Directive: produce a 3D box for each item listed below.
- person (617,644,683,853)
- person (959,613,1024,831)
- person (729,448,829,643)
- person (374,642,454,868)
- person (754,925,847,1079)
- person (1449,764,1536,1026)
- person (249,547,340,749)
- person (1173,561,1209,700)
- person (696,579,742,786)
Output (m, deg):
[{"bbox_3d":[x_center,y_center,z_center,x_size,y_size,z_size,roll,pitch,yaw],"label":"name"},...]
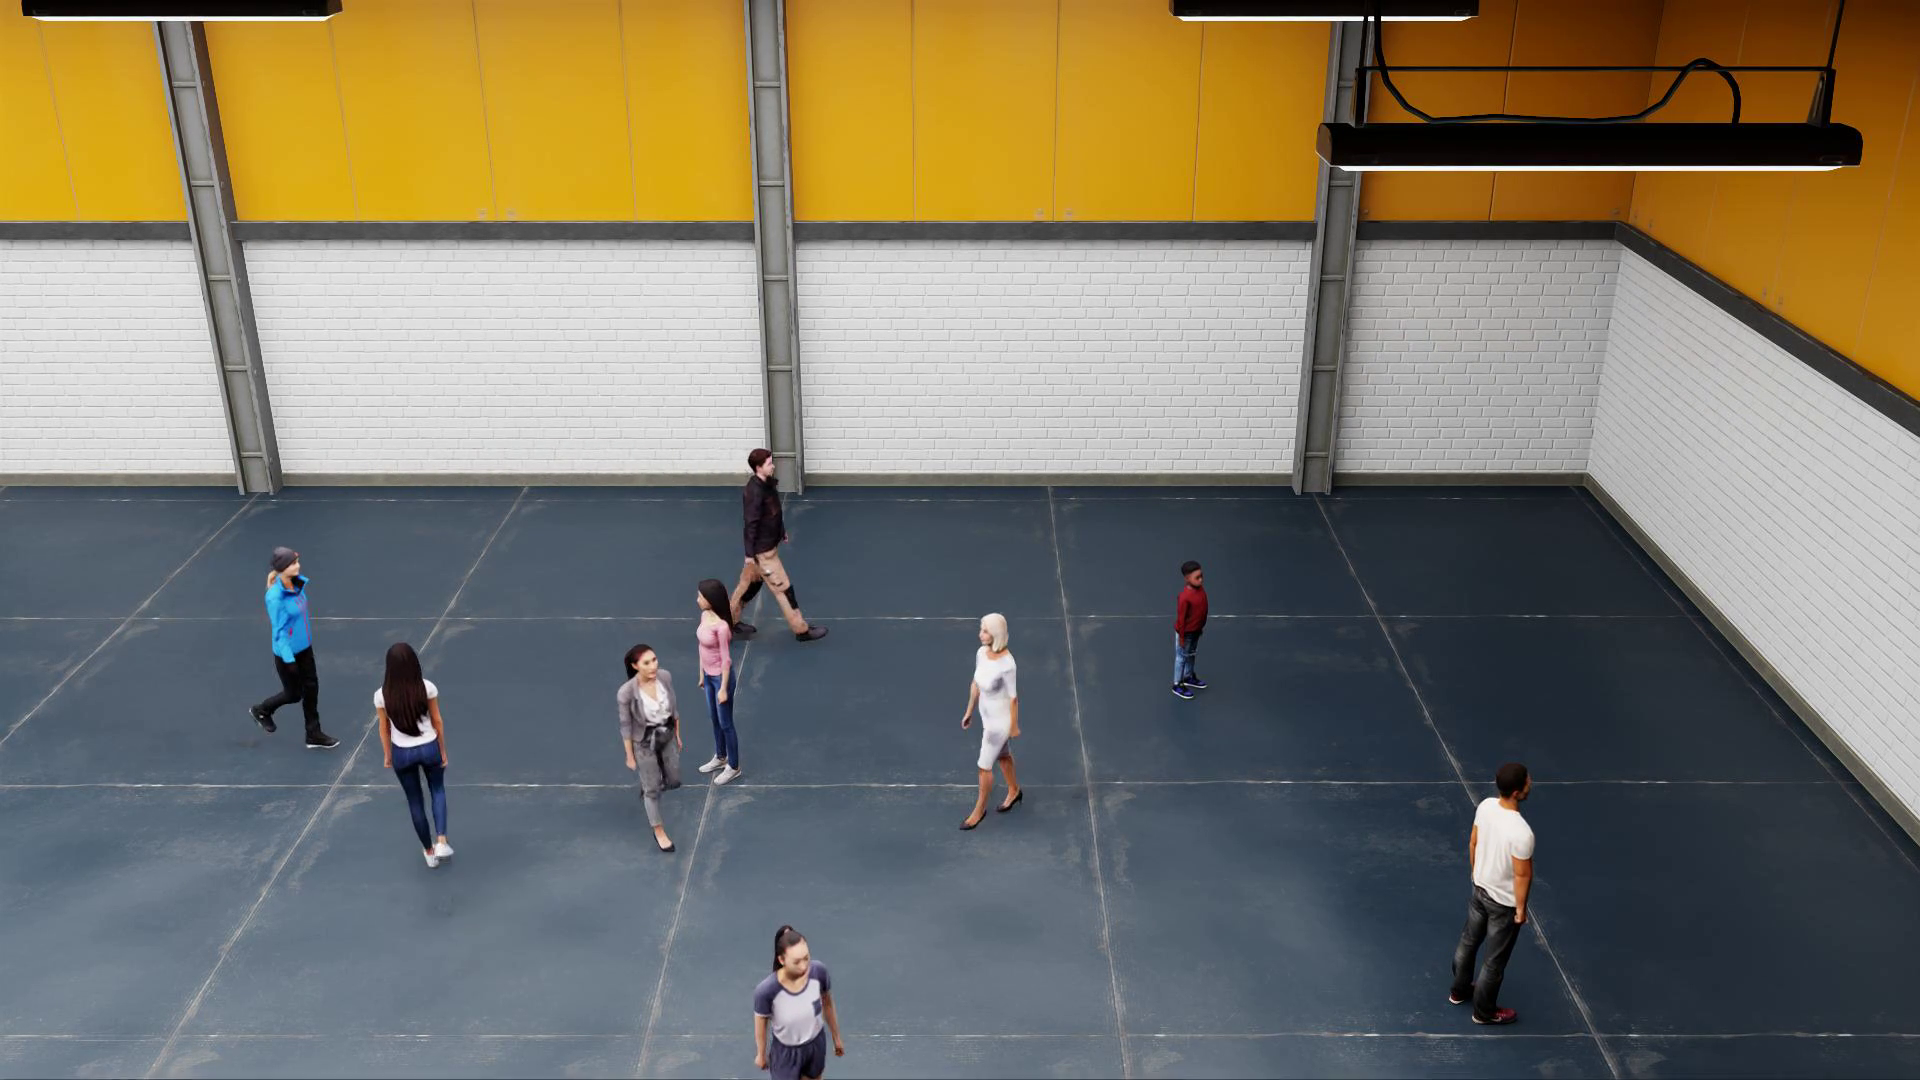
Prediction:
[{"bbox_3d":[-2.295,1.485,12.213,0.858,1.667,0.914,-21,31,-39],"label":"person"},{"bbox_3d":[0.345,1.320,12.519,0.955,1.724,0.813,-12,26,-26],"label":"person"},{"bbox_3d":[-1.879,0.071,15.187,1.208,1.876,0.682,0,24,0],"label":"person"},{"bbox_3d":[-3.862,1.588,11.859,0.684,1.761,0.758,-7,25,-17],"label":"person"},{"bbox_3d":[-0.952,2.811,9.226,0.841,1.630,0.884,-17,29,-34],"label":"person"},{"bbox_3d":[3.352,2.197,10.416,0.666,1.801,0.711,-9,25,-20],"label":"person"},{"bbox_3d":[-5.446,0.896,13.410,0.999,1.788,0.765,7,24,15],"label":"person"},{"bbox_3d":[1.976,0.751,14.410,0.624,1.253,0.581,16,28,32],"label":"person"},{"bbox_3d":[-1.896,1.083,13.041,0.673,1.741,0.653,-14,27,-29],"label":"person"}]
